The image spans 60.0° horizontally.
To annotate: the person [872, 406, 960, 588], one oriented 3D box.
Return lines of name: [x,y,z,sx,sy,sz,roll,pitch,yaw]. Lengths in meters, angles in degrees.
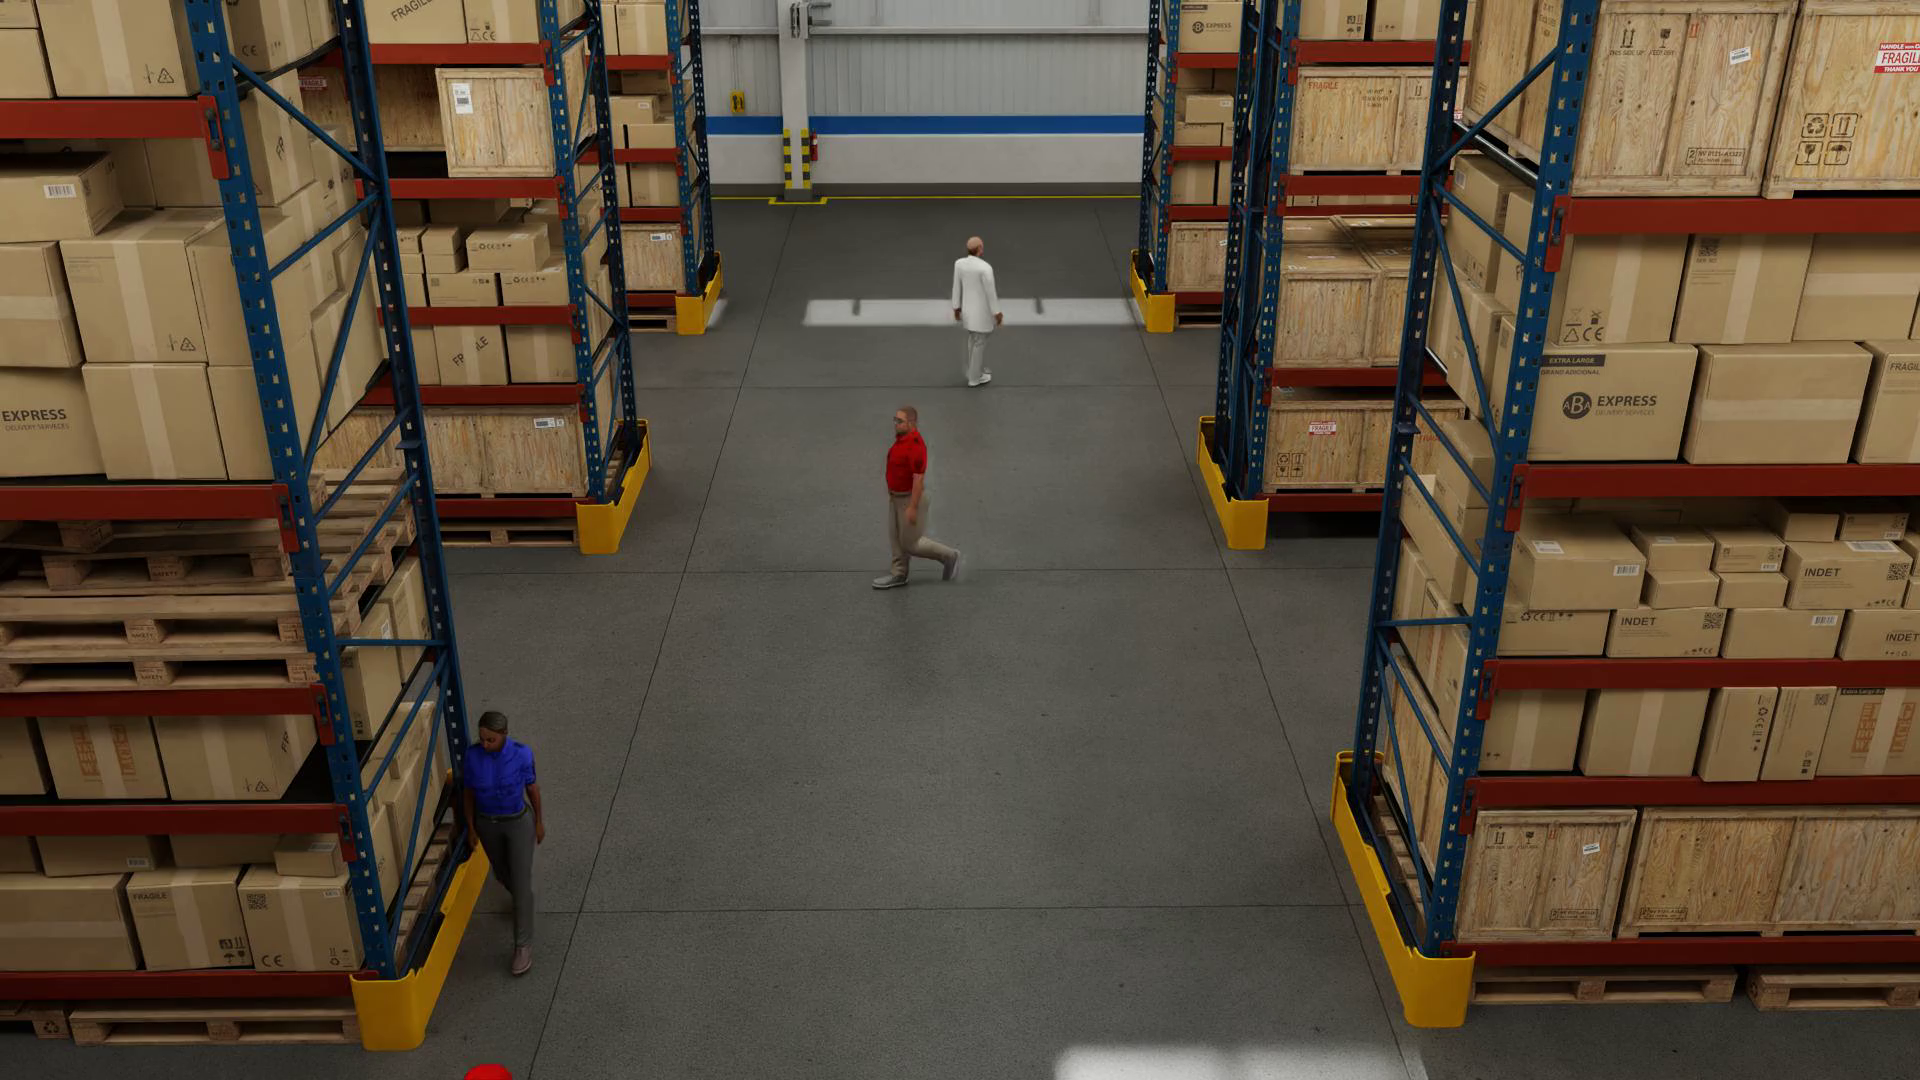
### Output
person: [-0.398,-0.366,14.681,0.752,1.714,0.537,-10,27,-20]

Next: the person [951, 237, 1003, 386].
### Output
person: [0.276,-2.742,19.711,0.625,1.784,0.598,21,32,37]

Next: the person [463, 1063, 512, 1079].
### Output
person: [-2.049,3.047,7.331,0.372,1.794,0.539,-21,32,-37]

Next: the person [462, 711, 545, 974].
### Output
person: [-2.812,1.776,10.220,0.453,1.648,0.802,0,25,0]
